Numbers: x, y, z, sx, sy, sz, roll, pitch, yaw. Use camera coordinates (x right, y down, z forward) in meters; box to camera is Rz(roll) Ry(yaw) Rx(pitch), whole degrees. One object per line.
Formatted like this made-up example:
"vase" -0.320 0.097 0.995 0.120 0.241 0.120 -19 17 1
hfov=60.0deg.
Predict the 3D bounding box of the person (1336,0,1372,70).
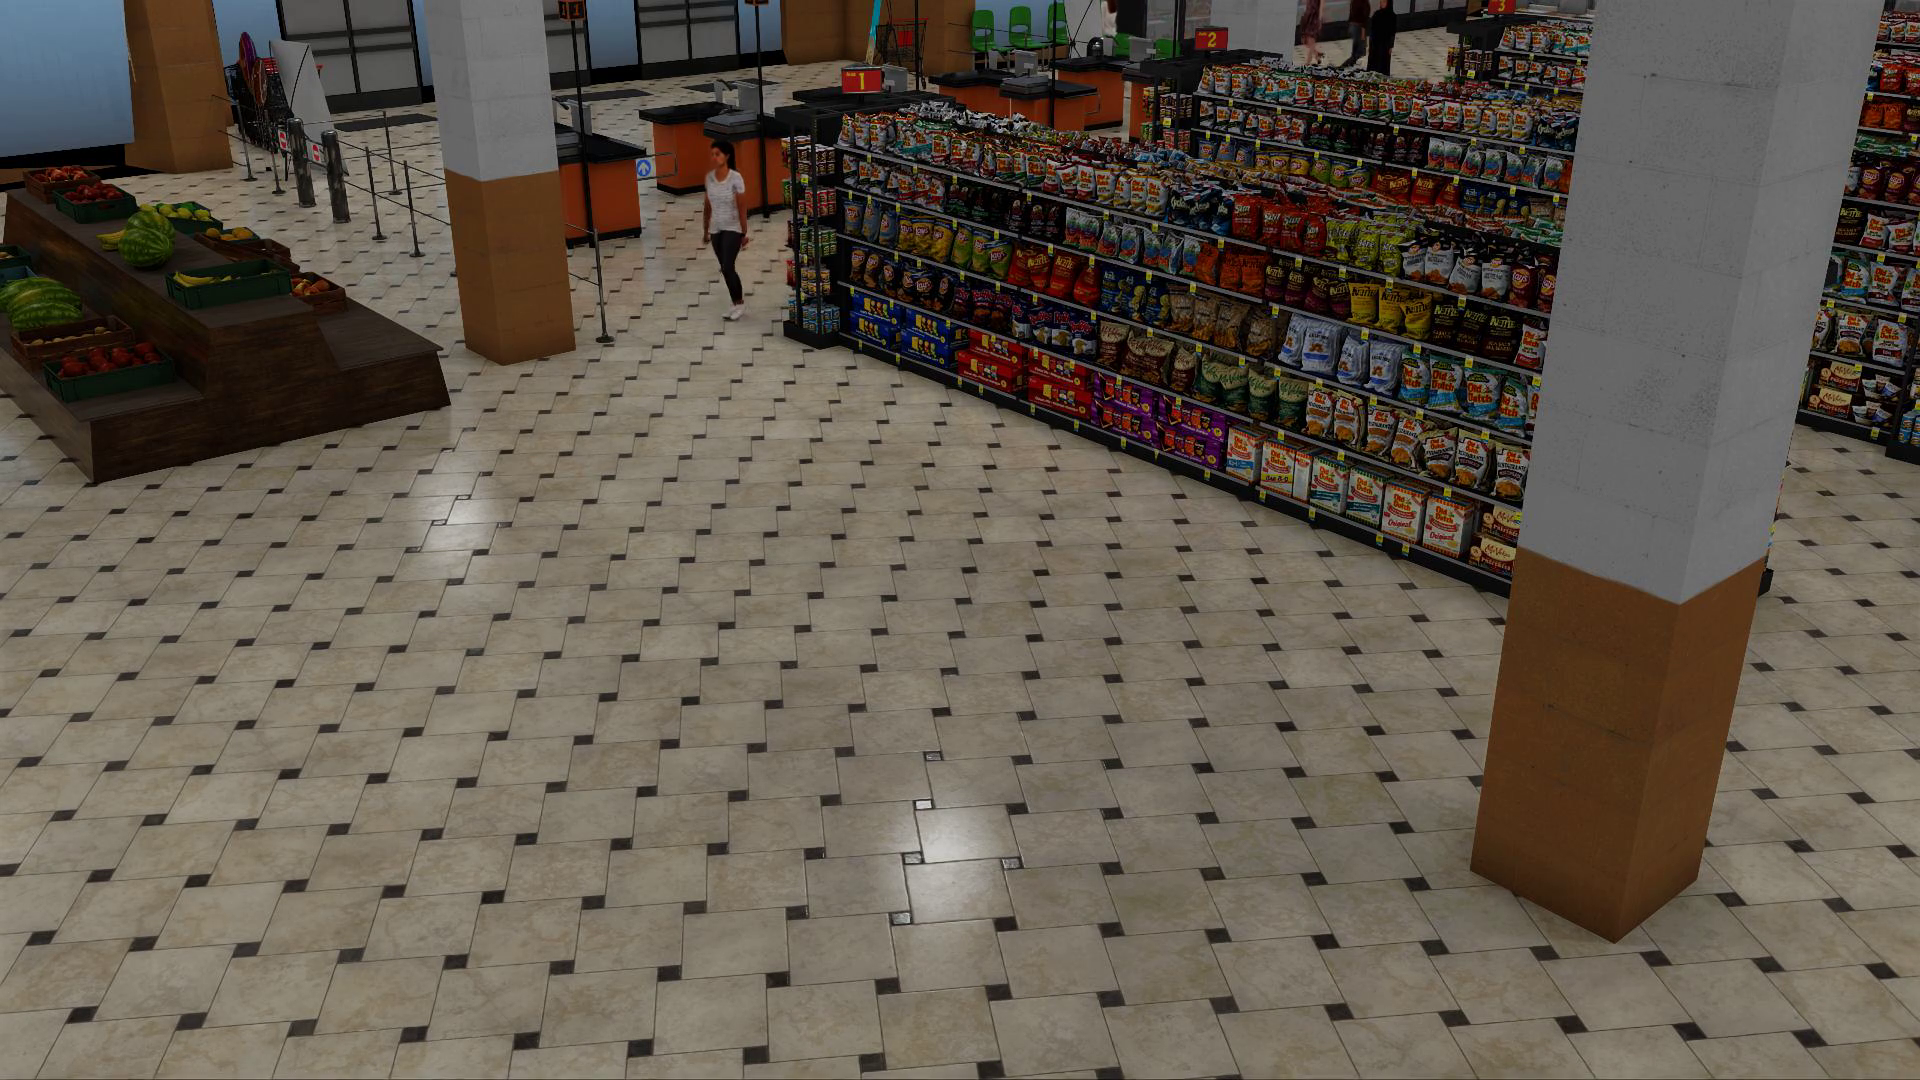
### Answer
"person" 6.681 -8.617 28.158 0.954 1.765 0.882 -5 24 -11

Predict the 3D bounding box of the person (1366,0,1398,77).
"person" 6.870 -8.074 27.106 0.574 1.614 0.698 19 30 36

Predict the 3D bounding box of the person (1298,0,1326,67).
"person" 6.226 -9.045 29.138 0.728 1.765 0.754 -15 28 -31

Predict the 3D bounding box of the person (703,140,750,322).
"person" -2.051 -2.803 15.035 0.624 1.634 0.693 17 29 33
